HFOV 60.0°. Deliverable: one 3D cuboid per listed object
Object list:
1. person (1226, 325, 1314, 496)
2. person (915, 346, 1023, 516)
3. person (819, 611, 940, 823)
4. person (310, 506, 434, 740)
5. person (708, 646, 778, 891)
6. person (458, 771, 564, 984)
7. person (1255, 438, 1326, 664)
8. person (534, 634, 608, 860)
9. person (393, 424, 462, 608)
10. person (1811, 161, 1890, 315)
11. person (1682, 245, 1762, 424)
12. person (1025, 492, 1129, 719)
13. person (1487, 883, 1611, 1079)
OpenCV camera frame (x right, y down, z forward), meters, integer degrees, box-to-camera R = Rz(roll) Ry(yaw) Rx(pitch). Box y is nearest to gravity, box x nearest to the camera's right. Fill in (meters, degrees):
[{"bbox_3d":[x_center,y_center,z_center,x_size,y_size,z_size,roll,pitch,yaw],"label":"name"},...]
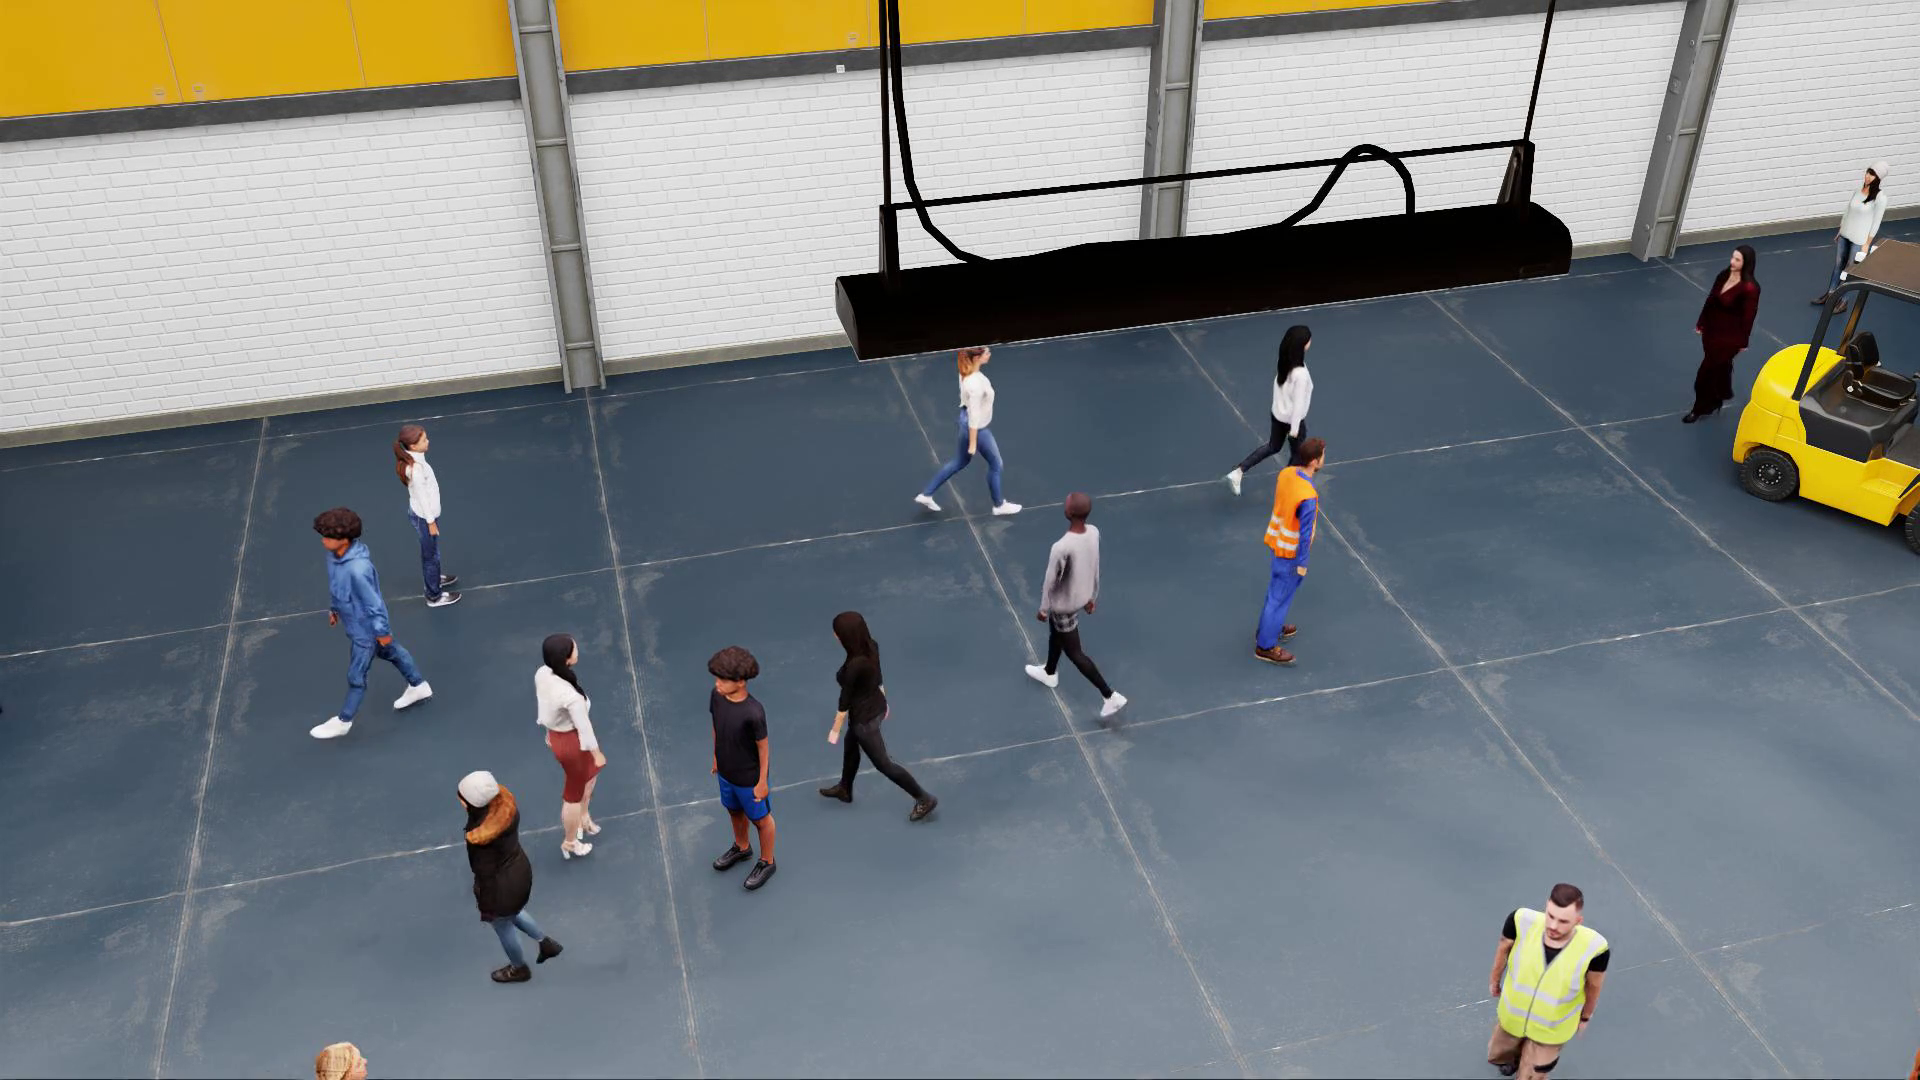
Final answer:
[{"bbox_3d":[2.699,-1.034,14.124,0.997,1.677,0.636,-10,35,-14],"label":"person"},{"bbox_3d":[0.022,-0.900,13.917,1.150,1.682,0.678,-6,34,-9],"label":"person"},{"bbox_3d":[-0.526,1.176,10.865,1.161,1.603,0.938,7,34,10],"label":"person"},{"bbox_3d":[-4.103,0.535,11.681,1.239,1.767,0.968,-22,39,-29],"label":"person"},{"bbox_3d":[-1.349,1.401,10.352,0.709,1.797,0.739,25,41,32],"label":"person"},{"bbox_3d":[-2.581,1.967,9.655,0.775,1.626,0.729,1,34,2],"label":"person"},{"bbox_3d":[2.404,0.075,12.297,0.676,1.851,0.727,0,34,-1],"label":"person"},{"bbox_3d":[-2.522,1.354,10.477,0.707,1.737,0.684,-19,38,-26],"label":"person"},{"bbox_3d":[-4.196,-0.211,12.995,0.526,1.554,0.559,-13,36,-18],"label":"person"},{"bbox_3d":[9.348,-3.170,17.366,0.516,1.644,0.584,-11,35,-16],"label":"person"},{"bbox_3d":[7.151,-1.907,15.379,0.796,1.741,0.686,-7,34,-10],"label":"person"},{"bbox_3d":[0.857,0.489,11.778,1.132,1.737,1.164,24,40,31],"label":"person"},{"bbox_3d":[3.059,2.441,8.760,1.058,1.826,1.132,19,38,26],"label":"person"}]
